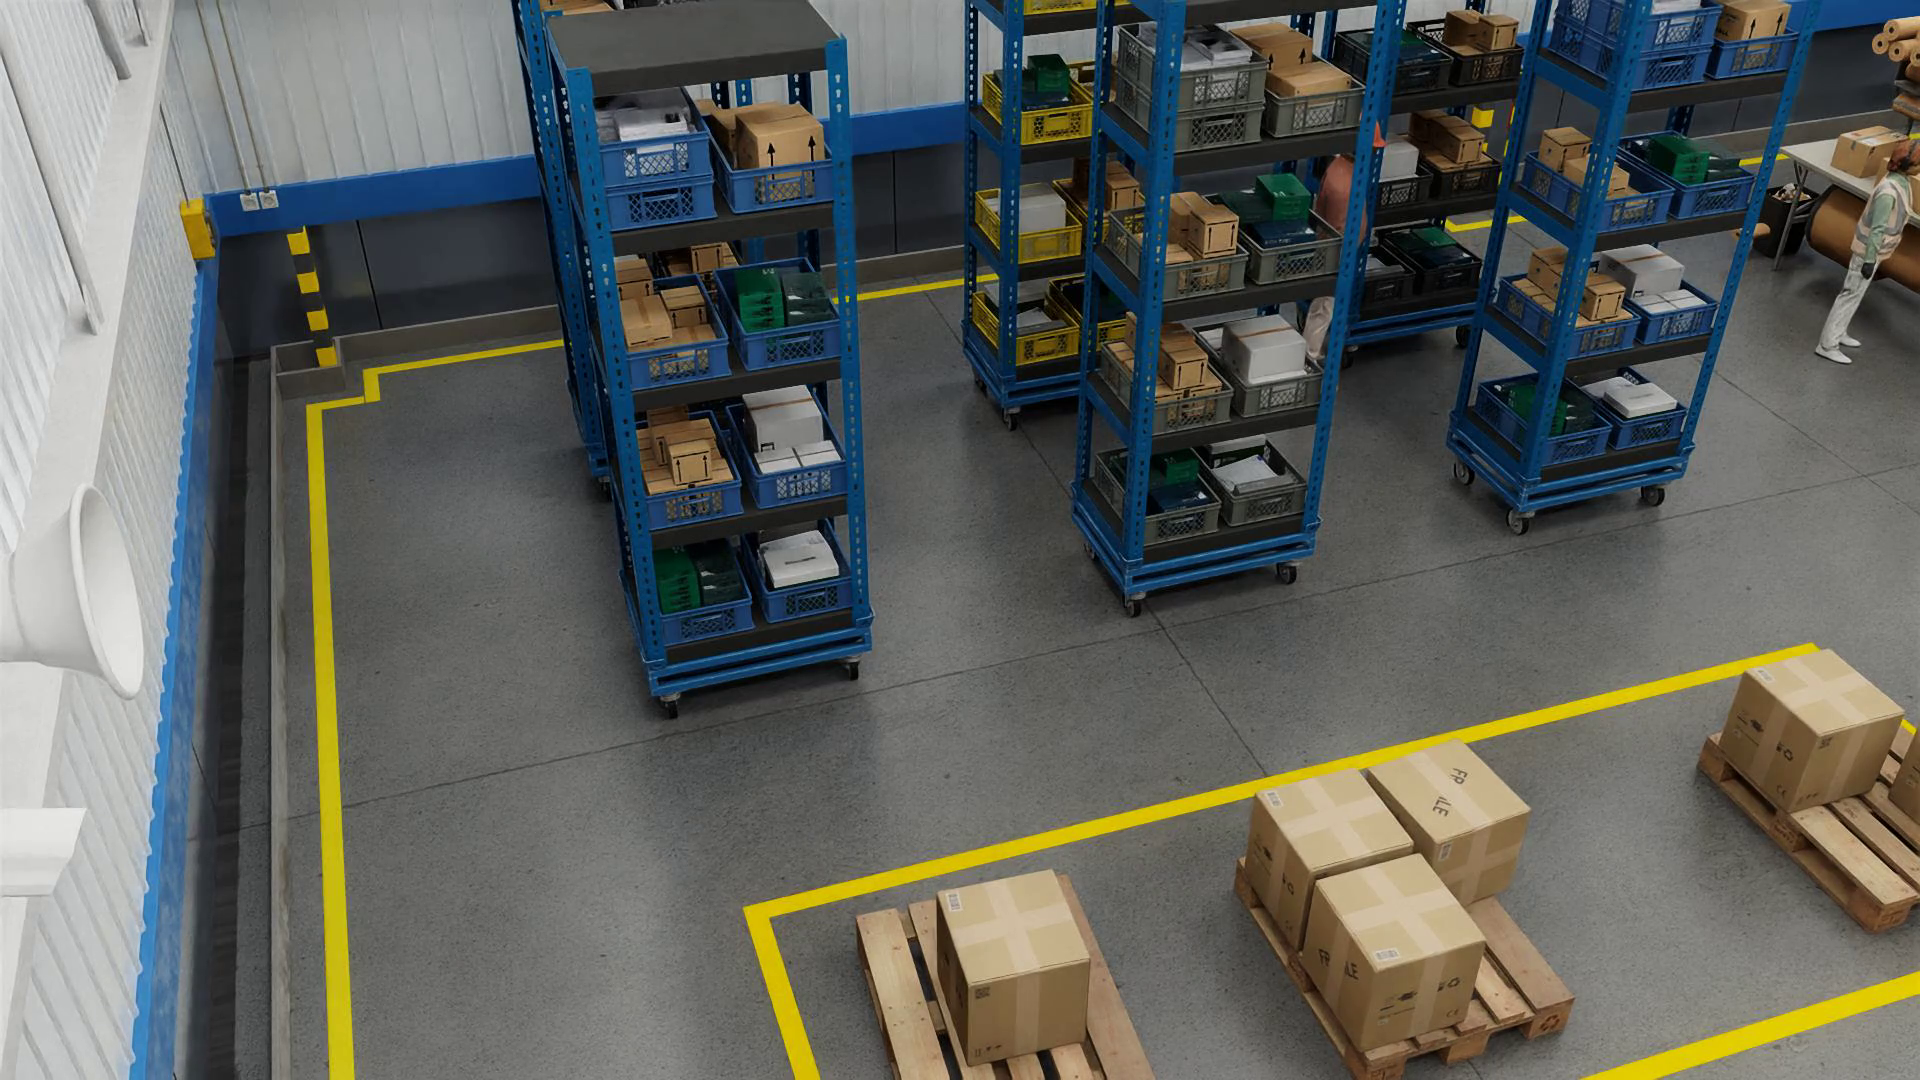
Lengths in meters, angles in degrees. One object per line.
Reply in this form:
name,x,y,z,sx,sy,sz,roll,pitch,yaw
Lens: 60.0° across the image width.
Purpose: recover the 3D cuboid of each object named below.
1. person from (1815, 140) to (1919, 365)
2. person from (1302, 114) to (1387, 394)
person,6.447,-2.037,11.746,0.312,1.632,0.513,22,41,28
person,2.573,-1.932,11.295,0.401,1.986,0.613,10,36,14
